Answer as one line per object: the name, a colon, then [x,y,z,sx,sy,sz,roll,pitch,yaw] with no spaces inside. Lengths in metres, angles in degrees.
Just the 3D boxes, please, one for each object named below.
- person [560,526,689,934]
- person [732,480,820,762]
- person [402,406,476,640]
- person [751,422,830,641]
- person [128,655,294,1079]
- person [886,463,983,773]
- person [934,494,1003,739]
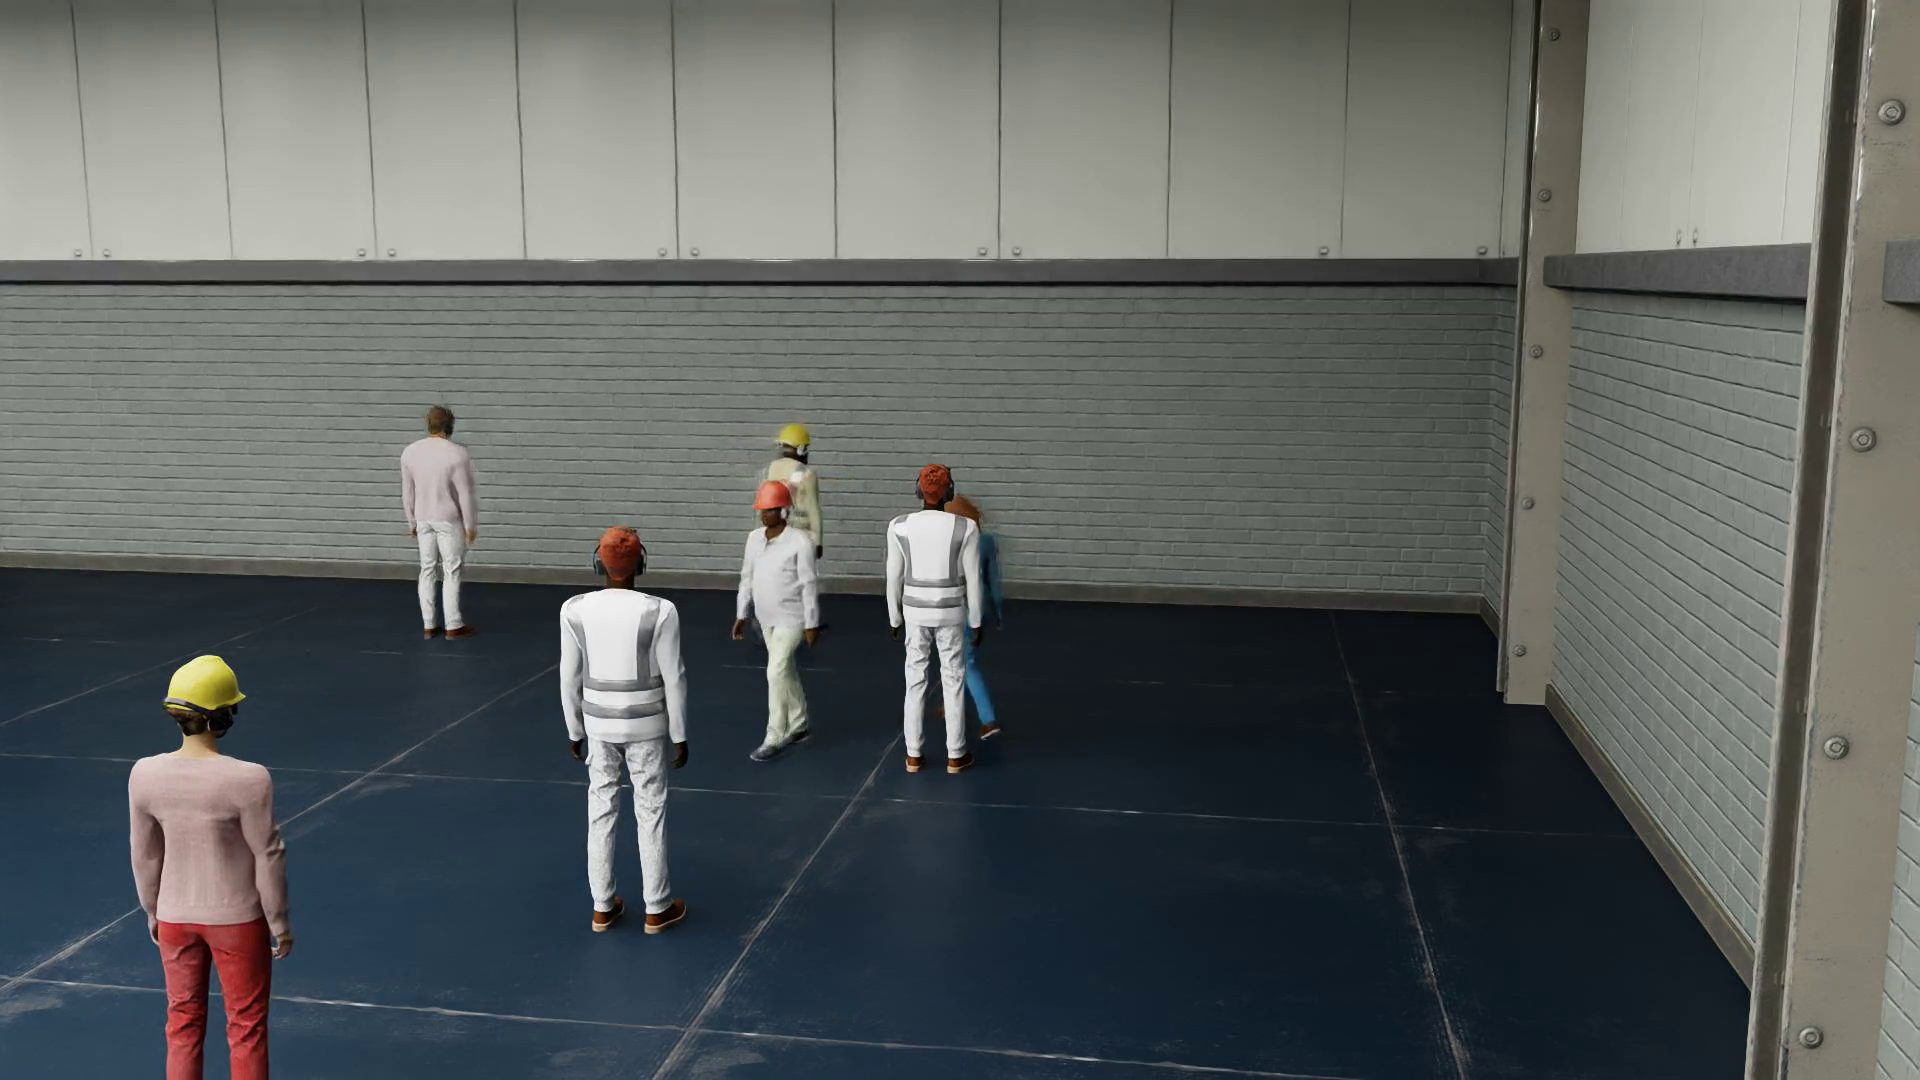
person: [-1.523,0.869,7.613,0.584,1.884,0.347,1,9,9]
person: [-1.191,0.491,10.400,0.561,1.726,0.766,8,12,42]
person: [-4.274,-0.134,13.709,0.649,1.928,0.381,3,10,16]
person: [-1.399,-0.051,13.550,0.826,1.809,0.607,-9,13,-43]
person: [-2.491,1.258,5.585,0.533,1.768,0.310,1,9,9]
person: [-0.148,0.476,10.043,0.584,1.882,0.347,1,9,9]
person: [0.049,0.486,10.893,0.532,1.589,0.840,-7,11,-35]
